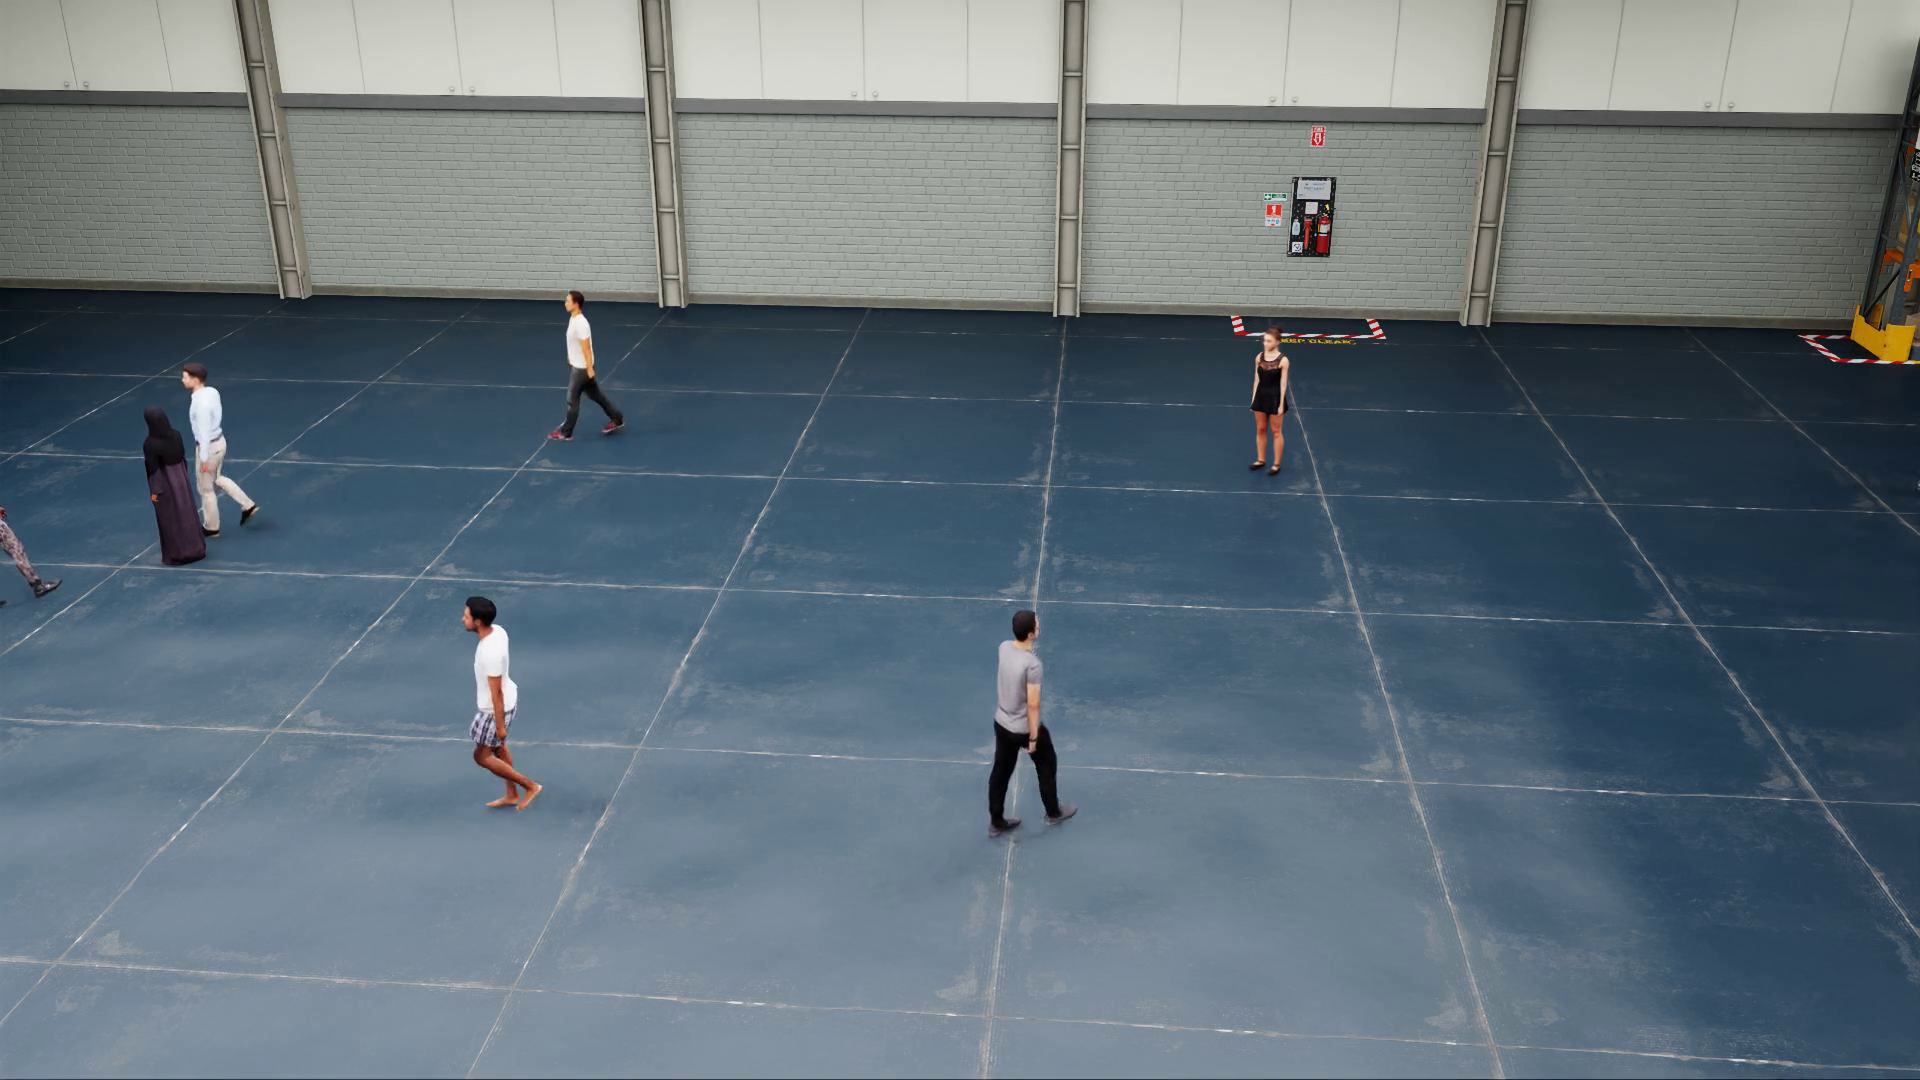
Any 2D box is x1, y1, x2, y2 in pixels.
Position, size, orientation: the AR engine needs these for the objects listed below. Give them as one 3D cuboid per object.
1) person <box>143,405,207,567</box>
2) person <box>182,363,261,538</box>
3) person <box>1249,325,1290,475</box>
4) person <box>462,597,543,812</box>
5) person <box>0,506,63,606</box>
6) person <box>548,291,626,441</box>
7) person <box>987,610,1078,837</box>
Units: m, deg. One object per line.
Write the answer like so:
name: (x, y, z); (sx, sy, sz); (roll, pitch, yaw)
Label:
person: (-7.706, -0.550, 16.222); (0.692, 1.614, 0.681); (10, 25, 23)
person: (-7.522, -0.909, 16.796); (1.027, 1.826, 0.829); (-4, 23, -10)
person: (3.463, -1.567, 18.533); (0.669, 1.678, 0.748); (19, 30, 38)
person: (-3.259, 1.195, 11.994); (0.761, 1.713, 0.716); (-3, 23, -7)
person: (-8.978, -0.140, 15.163); (0.976, 1.690, 0.975); (20, 30, 38)
person: (-4.338, -2.040, 19.538); (1.257, 1.761, 0.989); (-8, 24, -18)
person: (0.350, 1.320, 11.673); (1.000, 1.733, 0.946); (-19, 30, -38)
